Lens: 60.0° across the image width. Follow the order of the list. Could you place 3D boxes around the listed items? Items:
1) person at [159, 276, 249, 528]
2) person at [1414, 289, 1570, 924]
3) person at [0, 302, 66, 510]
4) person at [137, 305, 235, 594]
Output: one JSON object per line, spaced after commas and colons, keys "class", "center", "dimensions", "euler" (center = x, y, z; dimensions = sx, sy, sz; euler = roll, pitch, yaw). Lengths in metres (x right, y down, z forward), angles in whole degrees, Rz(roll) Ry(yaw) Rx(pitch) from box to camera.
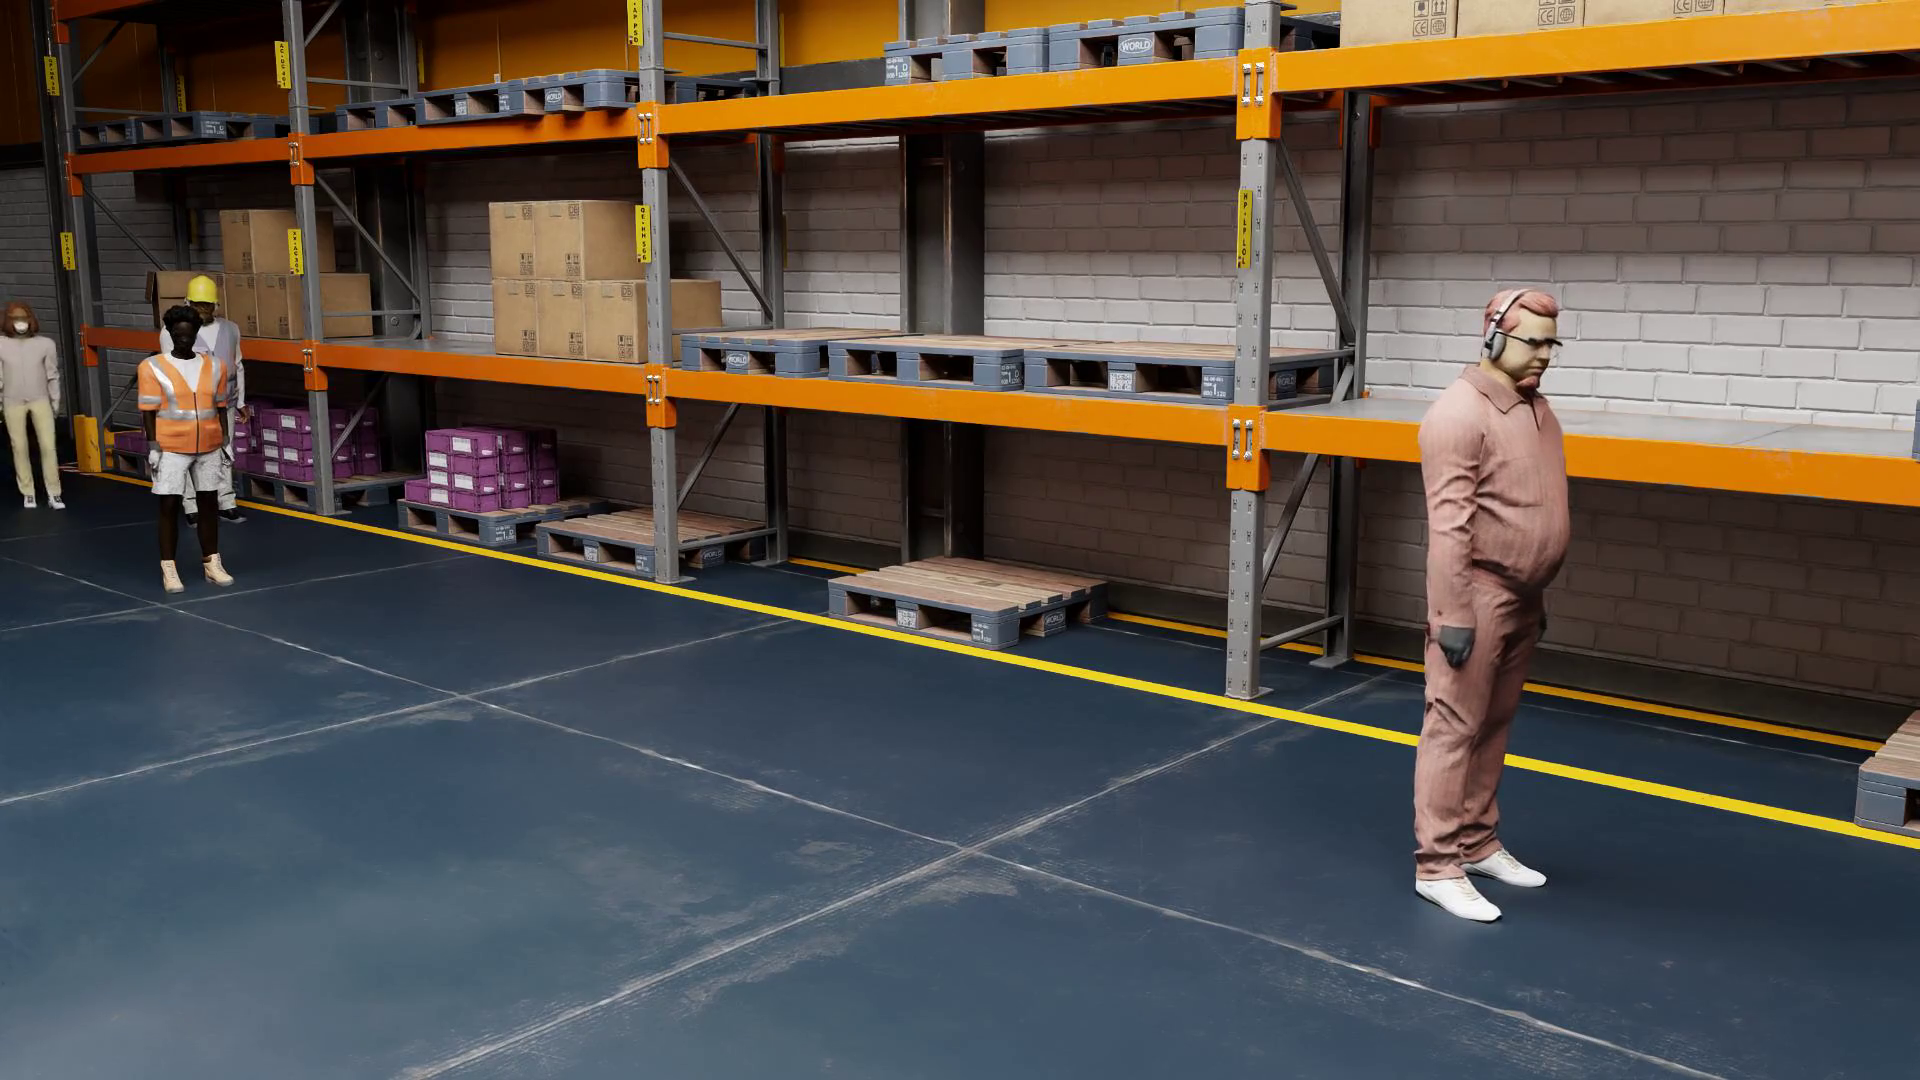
{"class": "person", "center": [-5.487, -1.006, 12.136], "dimensions": [0.404, 1.822, 0.591], "euler": [9, 13, 42]}
{"class": "person", "center": [1.651, 0.189, 5.109], "dimensions": [0.401, 1.901, 0.642], "euler": [9, 13, 42]}
{"class": "person", "center": [-7.167, -1.014, 12.788], "dimensions": [0.500, 1.605, 0.740], "euler": [-7, 12, -34]}
{"class": "person", "center": [-4.570, -0.542, 9.858], "dimensions": [0.322, 1.692, 0.534], "euler": [9, 13, 42]}
